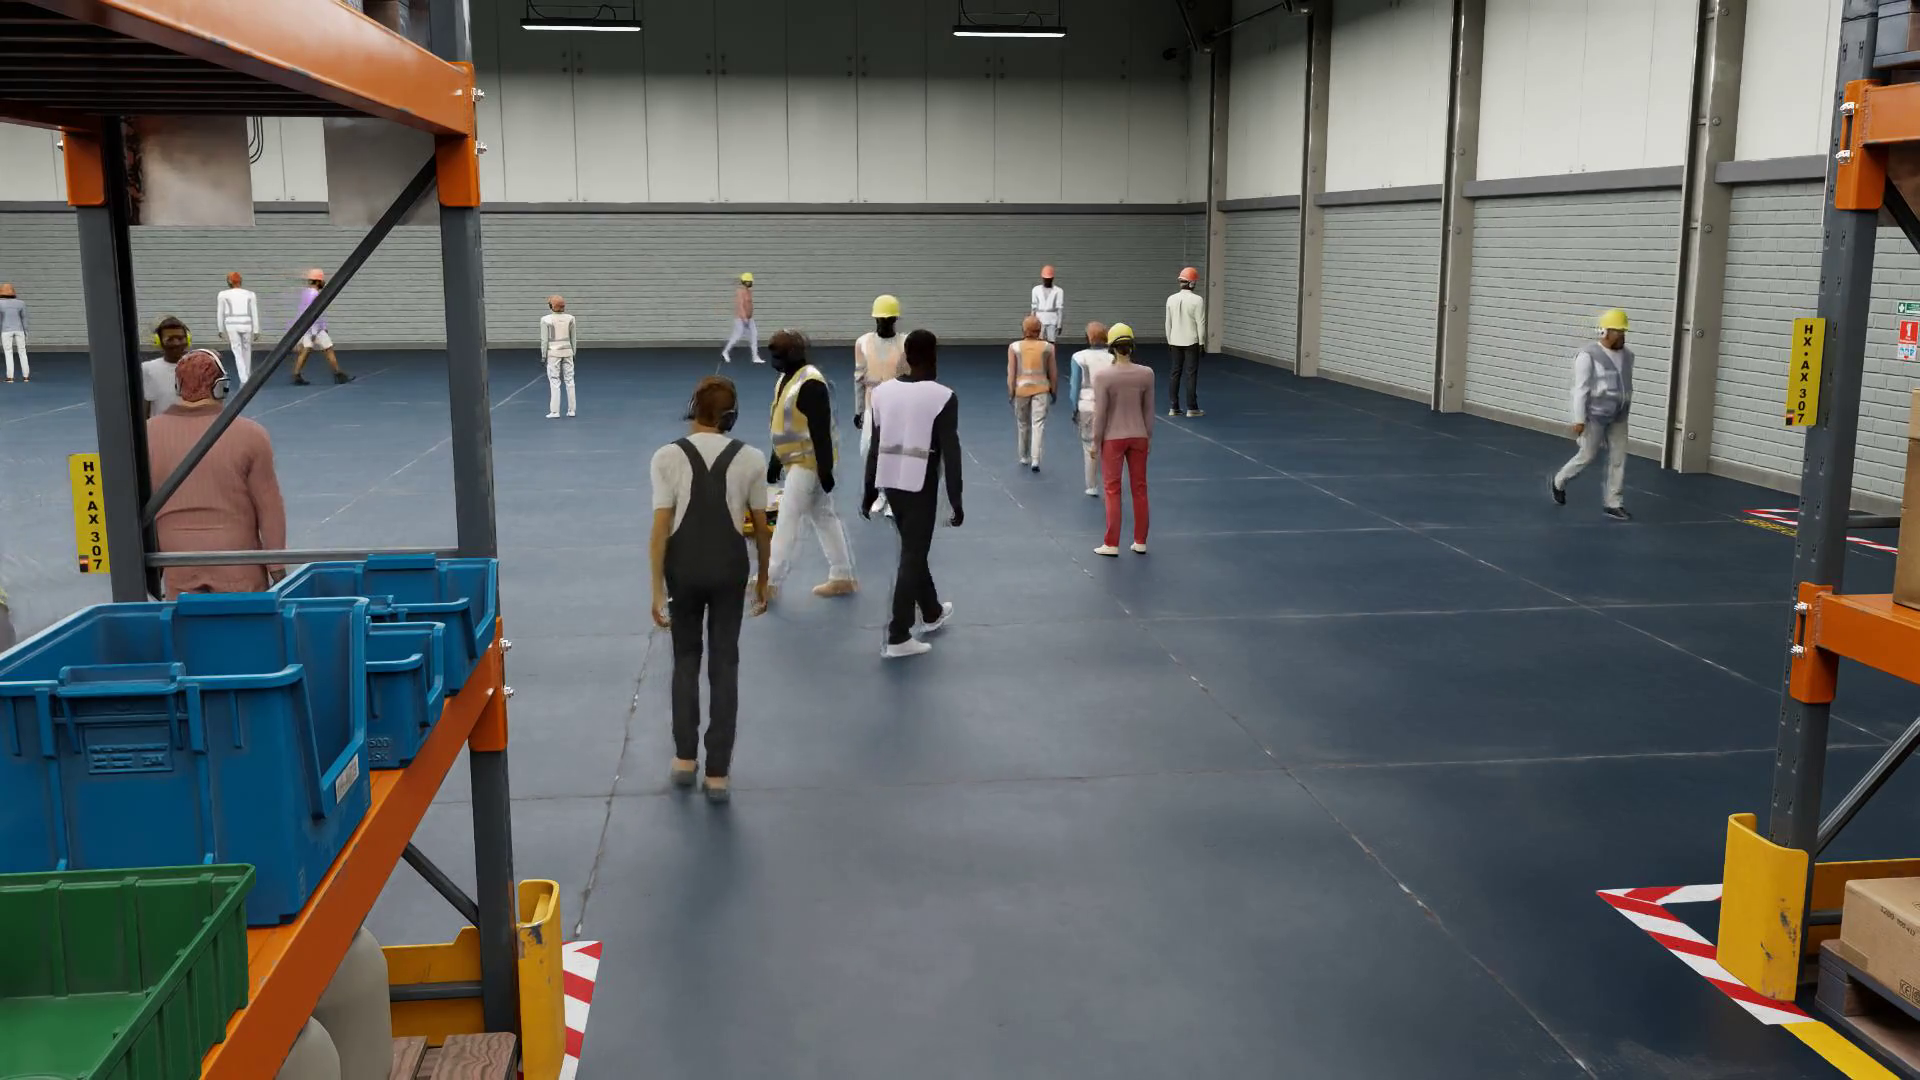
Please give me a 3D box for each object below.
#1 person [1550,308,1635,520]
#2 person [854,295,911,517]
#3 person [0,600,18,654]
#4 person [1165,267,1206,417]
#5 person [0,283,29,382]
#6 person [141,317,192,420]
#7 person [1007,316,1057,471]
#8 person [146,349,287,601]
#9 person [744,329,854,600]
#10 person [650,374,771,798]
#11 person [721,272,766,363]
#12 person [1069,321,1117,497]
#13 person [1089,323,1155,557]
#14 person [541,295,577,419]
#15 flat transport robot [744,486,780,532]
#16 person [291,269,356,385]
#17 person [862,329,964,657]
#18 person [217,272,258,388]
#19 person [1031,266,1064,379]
[{"bbox_3d":[5.520,-1.105,14.389,0.600,1.806,0.789,-4,11,-20],"label":"person"},{"bbox_3d":[-0.640,-1.141,14.286,0.622,1.909,0.427,3,11,16],"label":"person"},{"bbox_3d":[-2.830,0.728,4.407,0.657,1.777,0.964,1,10,5],"label":"person"},{"bbox_3d":[3.044,-2.655,22.352,0.614,1.994,0.381,9,14,41],"label":"person"},{"bbox_3d":[-15.757,-3.439,27.644,0.497,1.633,0.285,-10,14,-42],"label":"person"},{"bbox_3d":[-5.523,-0.651,11.797,0.504,1.836,0.850,-7,12,-34],"label":"person"},{"bbox_3d":[0.751,-1.526,17.269,0.524,1.595,0.877,0,10,1],"label":"person"},{"bbox_3d":[-3.375,0.090,7.548,0.652,1.906,0.403,-1,10,-5],"label":"person"},{"bbox_3d":[-1.131,-0.494,11.058,0.920,1.790,0.649,-3,11,-15],"label":"person"},{"bbox_3d":[-1.078,0.195,7.241,0.523,1.801,0.633,-2,10,-10],"label":"person"},{"bbox_3d":[-4.156,-4.245,31.763,0.823,1.734,0.525,4,11,23],"label":"person"},{"bbox_3d":[1.269,-1.201,15.358,0.523,1.625,0.386,-1,10,-6],"label":"person"},{"bbox_3d":[1.219,-0.749,12.559,0.524,1.760,0.328,-4,11,-22],"label":"person"},{"bbox_3d":[-5.327,-2.433,22.112,0.521,1.640,0.306,-9,14,-41],"label":"person"},{"bbox_3d":[-1.808,-0.272,14.018,0.652,0.197,1.431,0,10,-2],"label":"flat transport robot"},{"bbox_3d":[-10.443,-3.448,27.022,1.015,1.882,0.552,-9,14,-41],"label":"person"},{"bbox_3d":[-0.226,-0.304,9.848,0.651,1.855,1.023,7,13,35],"label":"person"},{"bbox_3d":[-11.634,-3.375,26.750,0.565,1.837,0.944,-9,13,-39],"label":"person"},{"bbox_3d":[1.465,-3.666,28.110,0.571,1.909,0.637,2,11,12],"label":"person"}]
